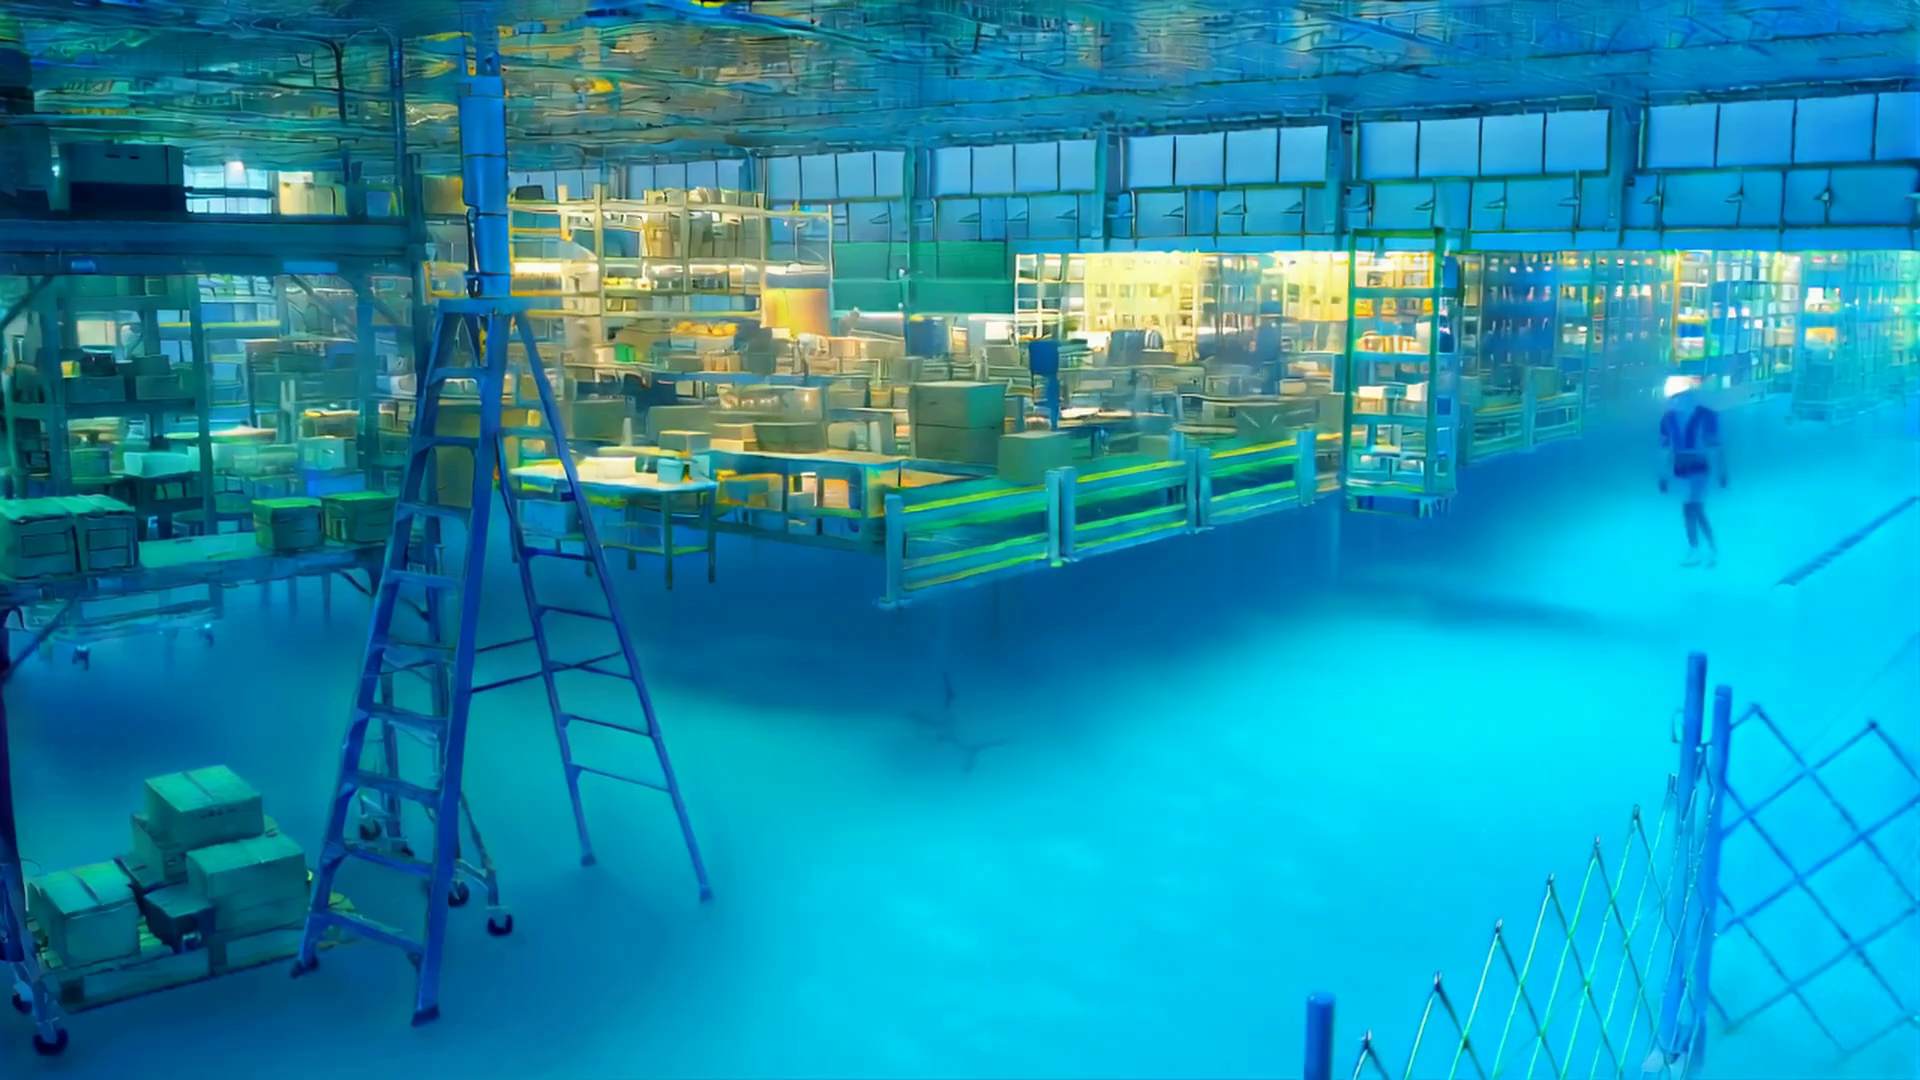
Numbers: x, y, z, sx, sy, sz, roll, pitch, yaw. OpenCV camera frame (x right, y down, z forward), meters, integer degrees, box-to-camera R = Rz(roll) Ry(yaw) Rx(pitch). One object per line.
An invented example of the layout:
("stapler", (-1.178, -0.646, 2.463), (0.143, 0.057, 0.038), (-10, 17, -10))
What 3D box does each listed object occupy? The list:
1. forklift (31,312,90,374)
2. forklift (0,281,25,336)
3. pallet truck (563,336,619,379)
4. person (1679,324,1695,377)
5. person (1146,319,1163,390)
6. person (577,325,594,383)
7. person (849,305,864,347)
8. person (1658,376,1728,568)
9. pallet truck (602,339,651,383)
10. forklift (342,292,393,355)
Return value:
("forklift", (-23.607, -5.330, 43.294), (1.873, 2.768, 1.129), (7, 11, 37))
("forklift", (-26.315, -5.747, 45.901), (1.873, 2.768, 1.129), (7, 11, 36))
("pallet truck", (-10.690, -5.294, 48.215), (1.601, 1.201, 0.680), (-5, 10, -26))
("person", (18.440, -4.646, 42.260), (0.389, 1.841, 0.564), (3, 10, 20))
("person", (4.762, -4.427, 40.593), (0.401, 1.939, 0.602), (-4, 10, -24))
("person", (-9.413, -4.587, 42.262), (0.876, 1.727, 0.543), (4, 10, 26))
("person", (-4.258, -8.791, 68.496), (0.636, 1.732, 0.557), (-3, 10, -21))
("person", (7.483, -0.686, 17.096), (0.611, 1.987, 0.655), (-5, 11, -31))
("pallet truck", (-8.991, -4.871, 45.351), (0.653, 1.274, 1.630), (7, 11, 37))
("forklift", (-16.485, -5.622, 45.120), (1.129, 2.768, 1.873), (7, 11, 37))
